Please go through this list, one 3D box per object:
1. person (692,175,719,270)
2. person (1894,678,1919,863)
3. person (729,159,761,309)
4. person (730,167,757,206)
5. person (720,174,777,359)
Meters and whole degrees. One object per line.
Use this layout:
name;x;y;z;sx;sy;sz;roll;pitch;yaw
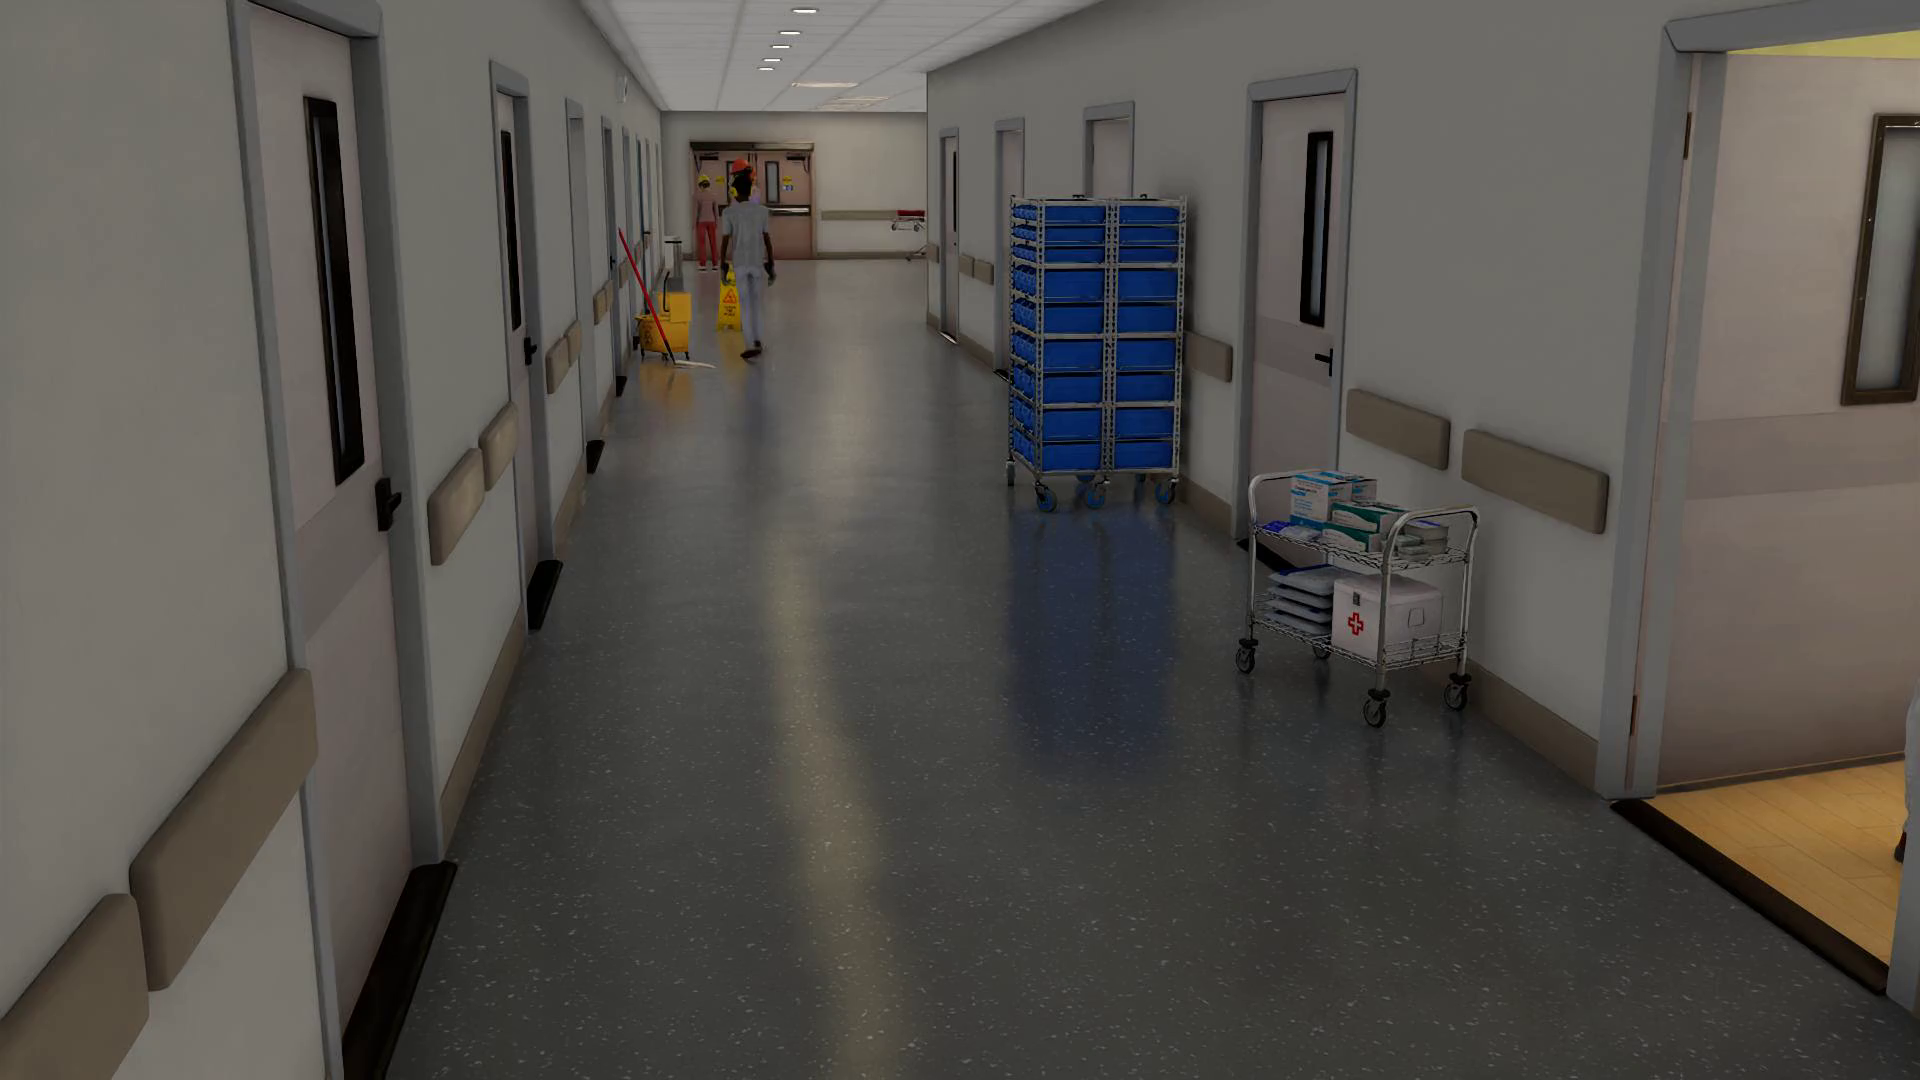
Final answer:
person;-4.761;-5.922;31.063;0.534;1.767;0.319;-8;15;-33
person;2.816;-0.004;4.397;0.355;1.936;0.635;-3;13;-13
person;-2.934;-4.151;22.627;0.410;2.027;0.626;4;13;18
person;-3.685;-5.435;28.588;0.427;1.910;0.609;10;16;37
person;-2.165;-2.765;16.864;0.554;1.843;0.579;-6;14;-24
